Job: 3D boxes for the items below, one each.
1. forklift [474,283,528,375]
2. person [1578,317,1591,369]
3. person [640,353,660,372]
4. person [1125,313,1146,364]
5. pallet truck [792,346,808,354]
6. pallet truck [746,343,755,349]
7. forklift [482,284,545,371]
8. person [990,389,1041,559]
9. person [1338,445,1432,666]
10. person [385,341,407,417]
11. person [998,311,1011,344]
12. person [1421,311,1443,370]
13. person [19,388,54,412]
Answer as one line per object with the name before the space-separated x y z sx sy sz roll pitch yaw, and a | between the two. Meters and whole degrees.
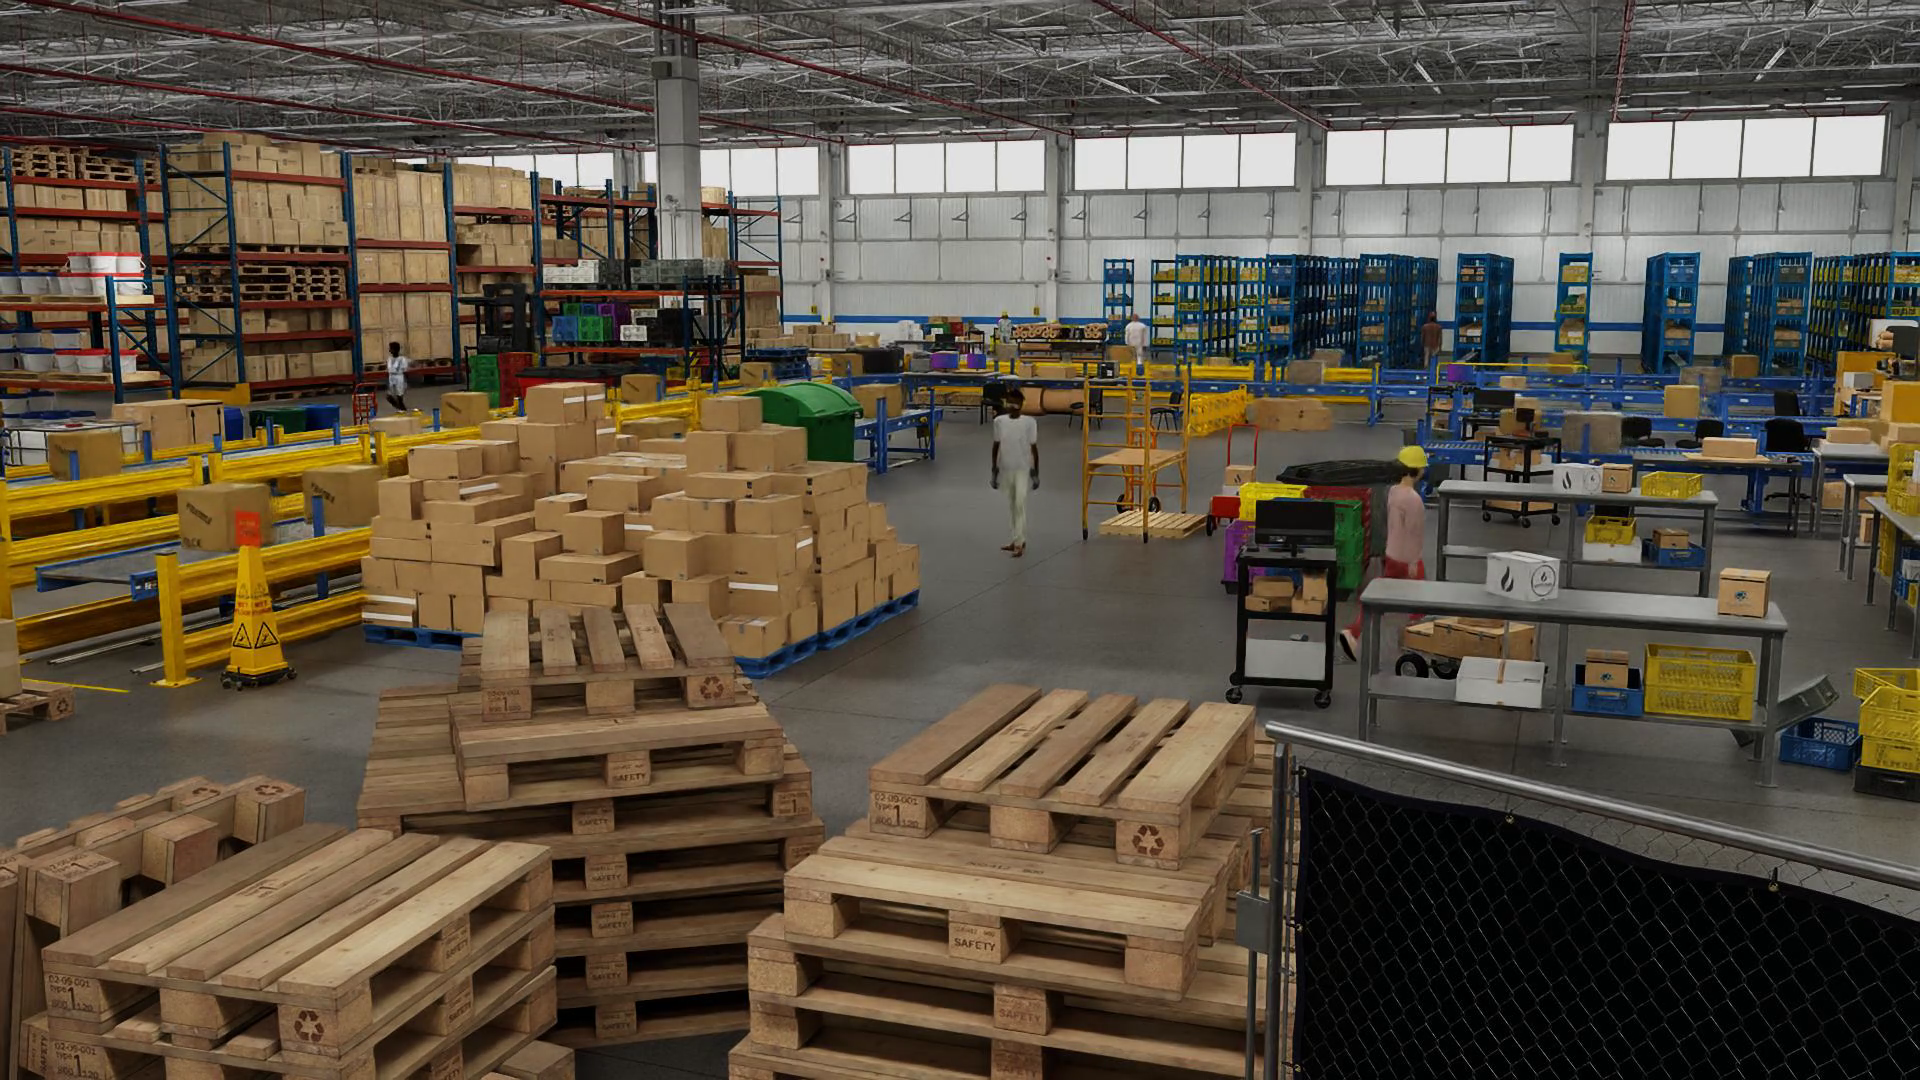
forklift | -12.061 -5.480 44.498 1.129 2.768 1.873 3 10 20
person | 18.349 -5.689 49.141 0.778 1.820 0.579 4 10 24
person | -8.322 -4.889 44.745 0.562 1.617 0.345 -3 9 -17
person | 5.324 -5.943 50.493 0.657 1.892 0.621 0 9 3
pallet truck | -3.705 -4.298 42.022 0.653 1.274 1.630 3 10 20
pallet truck | -6.183 -4.618 44.264 1.601 1.201 0.680 -9 12 -43
forklift | -10.832 -4.702 39.610 1.129 2.768 1.873 3 10 20
person | 0.618 -0.734 18.047 0.521 1.826 0.685 4 10 26
person | 3.367 0.130 12.833 0.765 1.741 0.530 -1 9 -8
person | -11.522 -3.214 34.019 0.537 1.688 0.359 4 10 23
person | 1.641 -7.506 60.776 0.492 1.742 0.323 -1 9 -5
person | 13.881 -5.737 48.940 0.619 1.977 0.589 3 9 16
person | -14.737 -2.098 26.629 0.593 1.807 0.757 4 10 21
